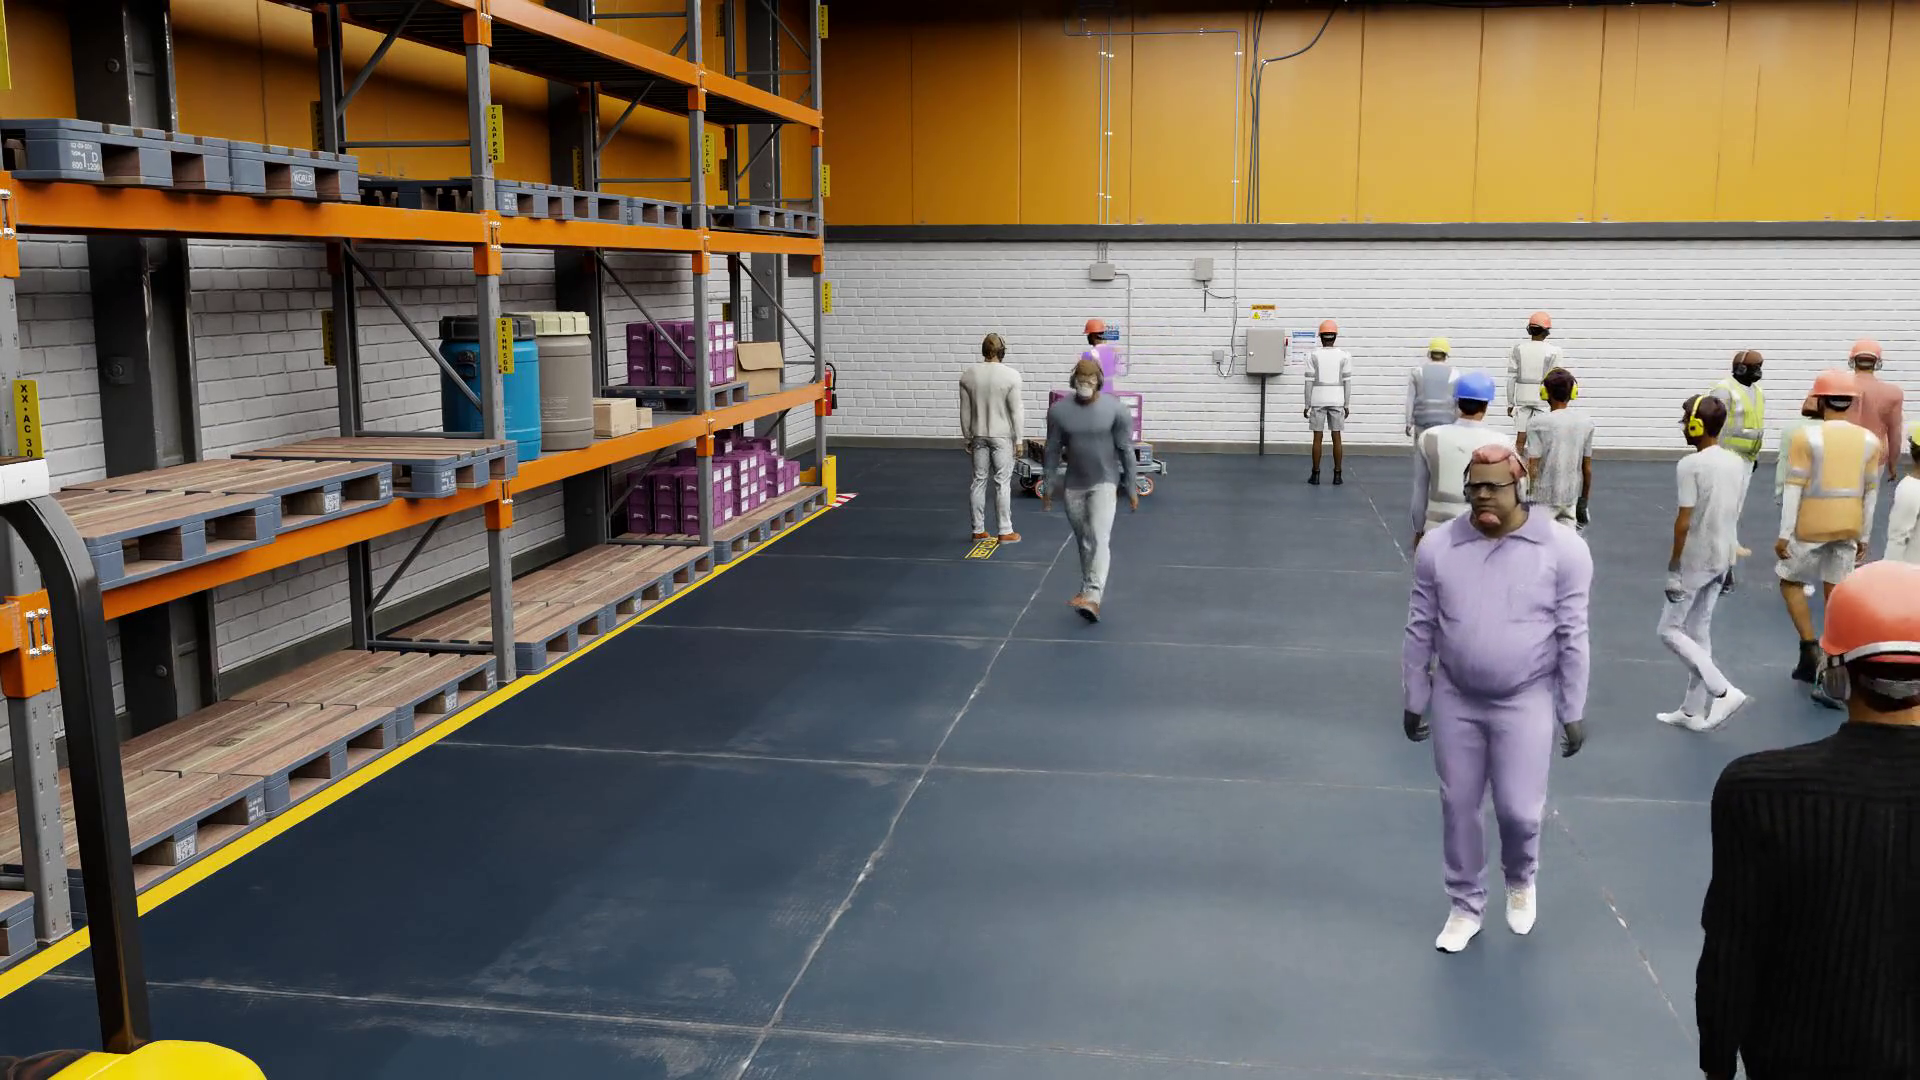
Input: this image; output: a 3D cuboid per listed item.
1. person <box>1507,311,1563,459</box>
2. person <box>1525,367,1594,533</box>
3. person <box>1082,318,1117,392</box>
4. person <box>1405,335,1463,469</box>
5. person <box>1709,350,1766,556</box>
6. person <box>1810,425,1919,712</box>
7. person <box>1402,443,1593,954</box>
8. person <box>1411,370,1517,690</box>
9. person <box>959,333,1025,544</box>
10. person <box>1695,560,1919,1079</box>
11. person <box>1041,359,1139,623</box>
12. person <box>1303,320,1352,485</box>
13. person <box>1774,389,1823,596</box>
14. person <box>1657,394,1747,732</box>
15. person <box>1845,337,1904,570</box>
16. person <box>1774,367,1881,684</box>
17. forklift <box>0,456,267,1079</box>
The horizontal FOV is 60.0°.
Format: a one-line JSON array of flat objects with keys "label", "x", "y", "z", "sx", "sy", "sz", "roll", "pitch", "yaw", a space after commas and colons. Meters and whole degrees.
[{"label": "person", "x": 6.564, "y": -1.581, "z": 18.990, "sx": 0.616, "sy": 2.041, "sz": 0.379, "roll": 6, "pitch": 11, "yaw": 34}, {"label": "person", "x": 3.986, "y": -0.225, "z": 11.173, "sx": 0.532, "sy": 1.865, "sz": 0.311, "roll": -2, "pitch": 9, "yaw": -13}, {"label": "person", "x": 1.652, "y": -1.753, "z": 20.420, "sx": 0.454, "sy": 1.921, "sz": 0.580, "roll": 9, "pitch": 13, "yaw": 43}, {"label": "person", "x": 5.067, "y": -1.272, "z": 17.758, "sx": 0.612, "sy": 1.821, "sz": 0.475, "roll": 3, "pitch": 10, "yaw": 16}, {"label": "person", "x": 6.742, "y": -0.733, "z": 14.467, "sx": 0.635, "sy": 1.831, "sz": 0.432, "roll": -5, "pitch": 11, "yaw": -30}, {"label": "person", "x": 5.225, "y": 0.182, "z": 9.164, "sx": 0.953, "sy": 1.715, "sz": 0.521, "roll": 6, "pitch": 11, "yaw": 35}, {"label": "person", "x": 1.939, "y": 0.587, "z": 6.092, "sx": 0.670, "sy": 1.890, "sz": 0.436, "roll": 6, "pitch": 11, "yaw": 32}, {"label": "person", "x": 2.950, "y": -0.039, "z": 9.854, "sx": 0.608, "sy": 1.929, "sz": 0.777, "roll": 5, "pitch": 11, "yaw": 30}, {"label": "person", "x": 0.304, "y": -0.926, "z": 15.272, "sx": 0.636, "sy": 1.939, "sz": 0.364, "roll": 5, "pitch": 10, "yaw": 27}, {"label": "person", "x": 1.735, "y": 1.021, "z": 3.178, "sx": 0.622, "sy": 1.966, "sz": 0.924, "roll": 5, "pitch": 10, "yaw": 26}, {"label": "person", "x": 0.906, "y": -0.363, "z": 12.009, "sx": 0.697, "sy": 1.869, "sz": 1.051, "roll": 4, "pitch": 10, "yaw": 24}, {"label": "person", "x": 4.296, "y": -1.606, "z": 19.490, "sx": 0.543, "sy": 1.932, "sz": 0.370, "roll": 1, "pitch": 9, "yaw": 6}, {"label": "person", "x": 6.593, "y": -0.378, "z": 12.868, "sx": 0.527, "sy": 1.617, "sz": 0.368, "roll": 4, "pitch": 10, "yaw": 23}, {"label": "person", "x": 4.030, "y": 0.147, "z": 8.945, "sx": 0.572, "sy": 1.847, "sz": 0.478, "roll": -5, "pitch": 10, "yaw": -28}, {"label": "person", "x": 7.309, "y": -0.664, "z": 13.555, "sx": 0.632, "sy": 1.971, "sz": 0.662, "roll": 5, "pitch": 11, "yaw": 29}, {"label": "person", "x": 5.187, "y": -0.067, "z": 10.001, "sx": 0.595, "sy": 1.927, "sz": 0.449, "roll": -1, "pitch": 9, "yaw": -3}, {"label": "forklift", "x": -2.328, "y": 0.975, "z": 2.765, "sx": 2.313, "sy": 2.155, "sz": 1.214, "roll": 1, "pitch": 9, "yaw": 9}]
